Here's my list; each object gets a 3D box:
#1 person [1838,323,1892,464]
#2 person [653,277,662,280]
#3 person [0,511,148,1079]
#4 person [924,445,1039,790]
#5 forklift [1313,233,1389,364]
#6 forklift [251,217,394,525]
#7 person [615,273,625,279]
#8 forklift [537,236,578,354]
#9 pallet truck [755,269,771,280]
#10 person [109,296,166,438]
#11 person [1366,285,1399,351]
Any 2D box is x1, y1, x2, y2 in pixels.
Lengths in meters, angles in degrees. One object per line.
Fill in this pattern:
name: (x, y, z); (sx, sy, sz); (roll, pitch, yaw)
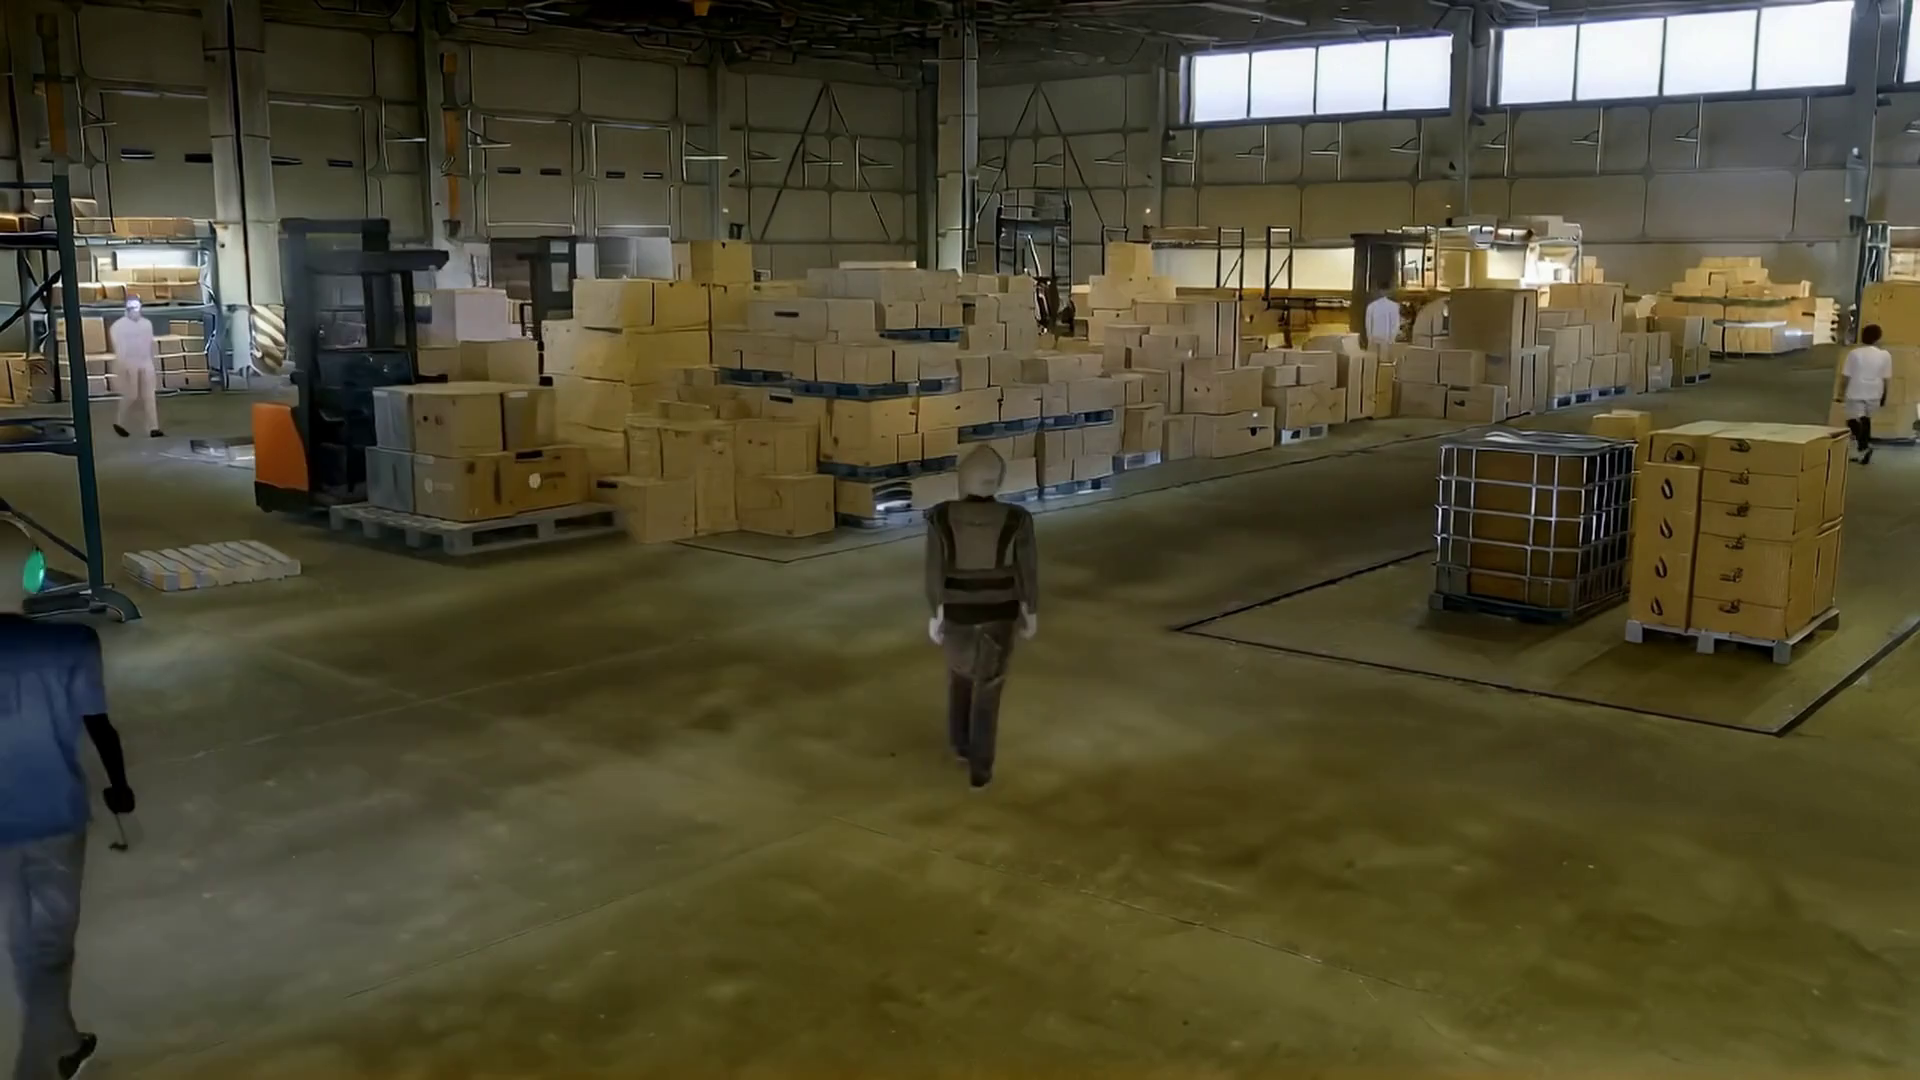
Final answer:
person: (10.633, -1.697, 19.480); (0.537, 1.675, 0.639); (1, 10, 3)
person: (-6.518, -4.726, 36.015); (0.636, 1.931, 0.377); (-5, 11, -25)
person: (-2.657, 0.830, 4.723); (0.508, 1.830, 0.989); (-2, 10, -9)
person: (0.118, 0.354, 7.941); (0.533, 1.615, 0.567); (2, 10, 11)
forklift: (7.900, -4.533, 32.202); (1.873, 2.768, 1.129); (8, 13, 40)
forklift: (-5.782, -1.621, 15.623); (1.873, 2.768, 1.129); (8, 13, 40)
person: (-8.879, -5.957, 43.117); (0.810, 1.899, 0.591); (-1, 10, -8)
forklift: (-9.435, -5.765, 39.216); (1.873, 2.768, 1.129); (8, 13, 40)
pallet truck: (-4.996, -6.432, 45.525); (1.885, 1.965, 0.823); (-6, 12, -32)
person: (-11.078, -2.311, 22.345); (0.601, 1.950, 0.632); (6, 12, 30)
person: (7.550, -3.602, 29.724); (0.646, 1.890, 1.029); (9, 13, 41)
